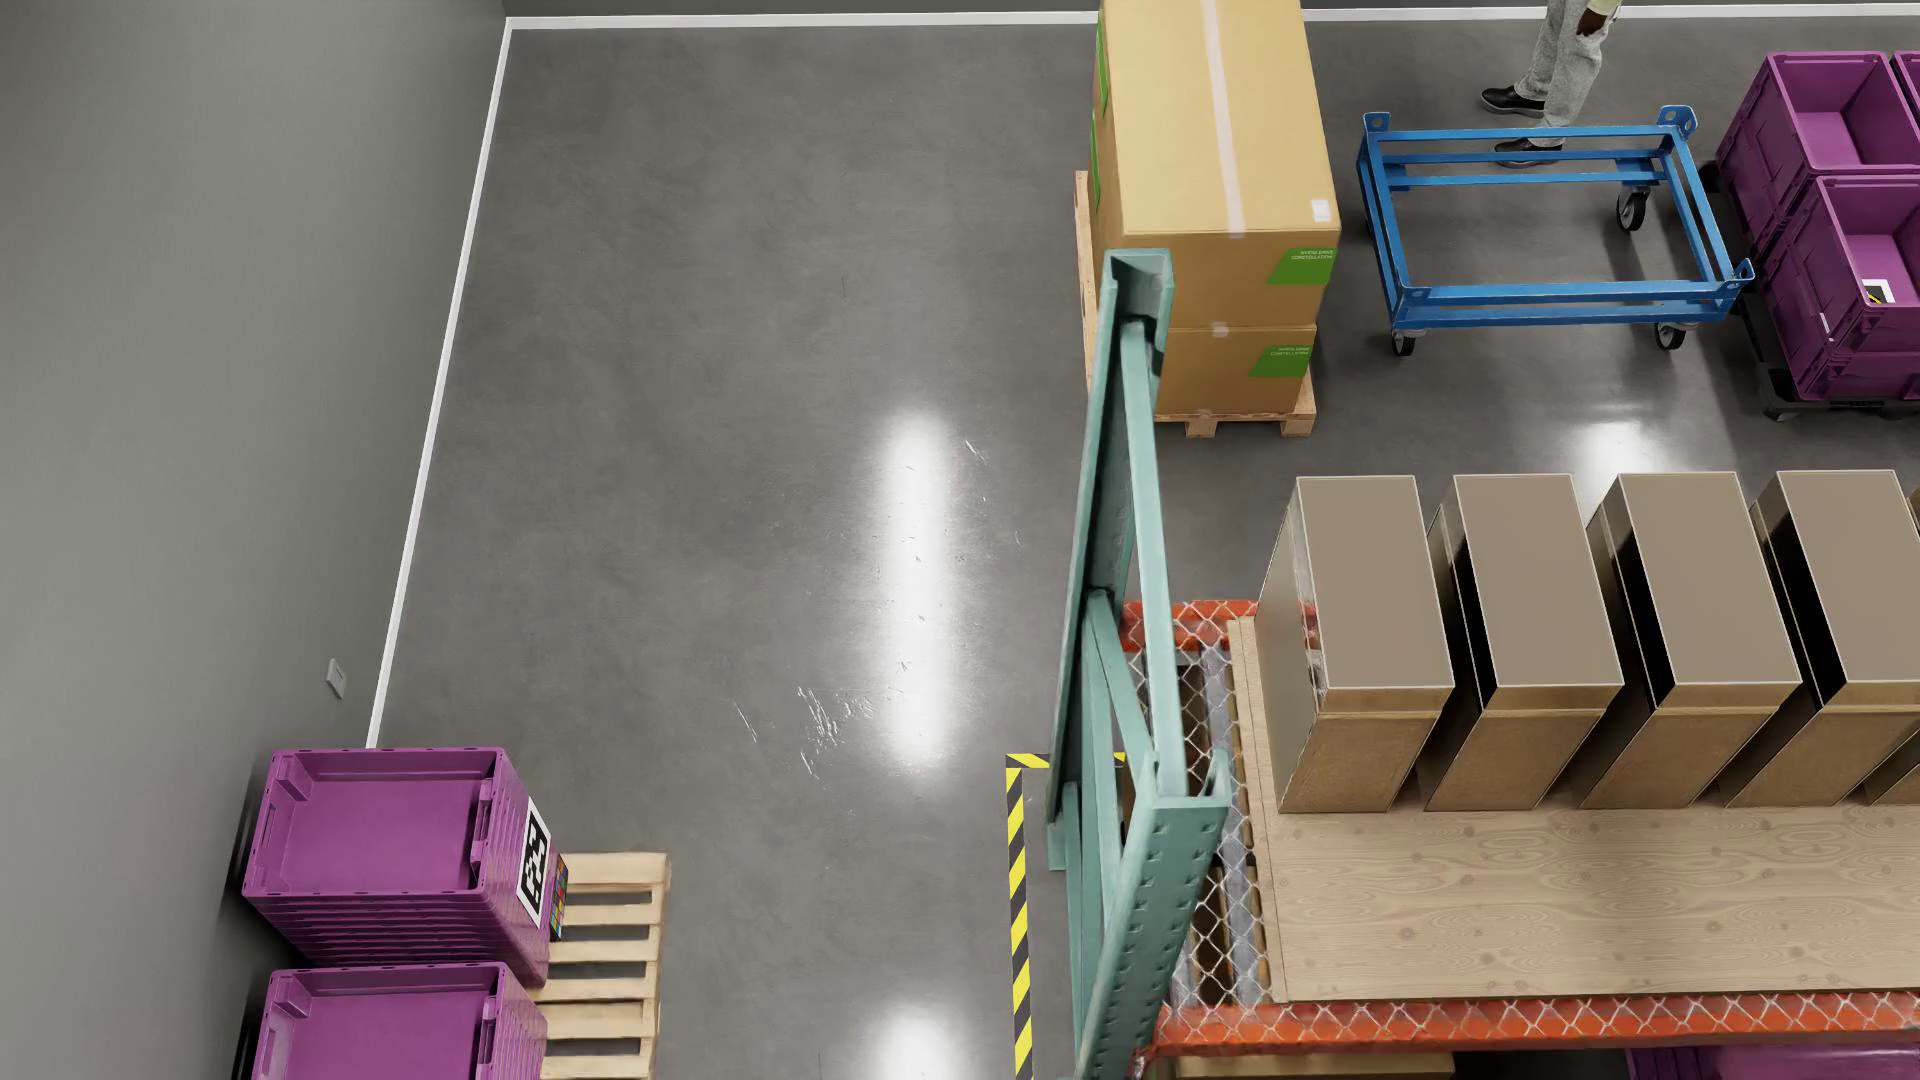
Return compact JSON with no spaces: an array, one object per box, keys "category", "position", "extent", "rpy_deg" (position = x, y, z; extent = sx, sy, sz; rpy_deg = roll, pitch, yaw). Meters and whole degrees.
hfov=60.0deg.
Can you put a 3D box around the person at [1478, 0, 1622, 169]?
[{"category":"person","position":[2.317,-2.151,6.082],"extent":[0.403,1.833,0.586],"rpy_deg":[2,58,1]}]
